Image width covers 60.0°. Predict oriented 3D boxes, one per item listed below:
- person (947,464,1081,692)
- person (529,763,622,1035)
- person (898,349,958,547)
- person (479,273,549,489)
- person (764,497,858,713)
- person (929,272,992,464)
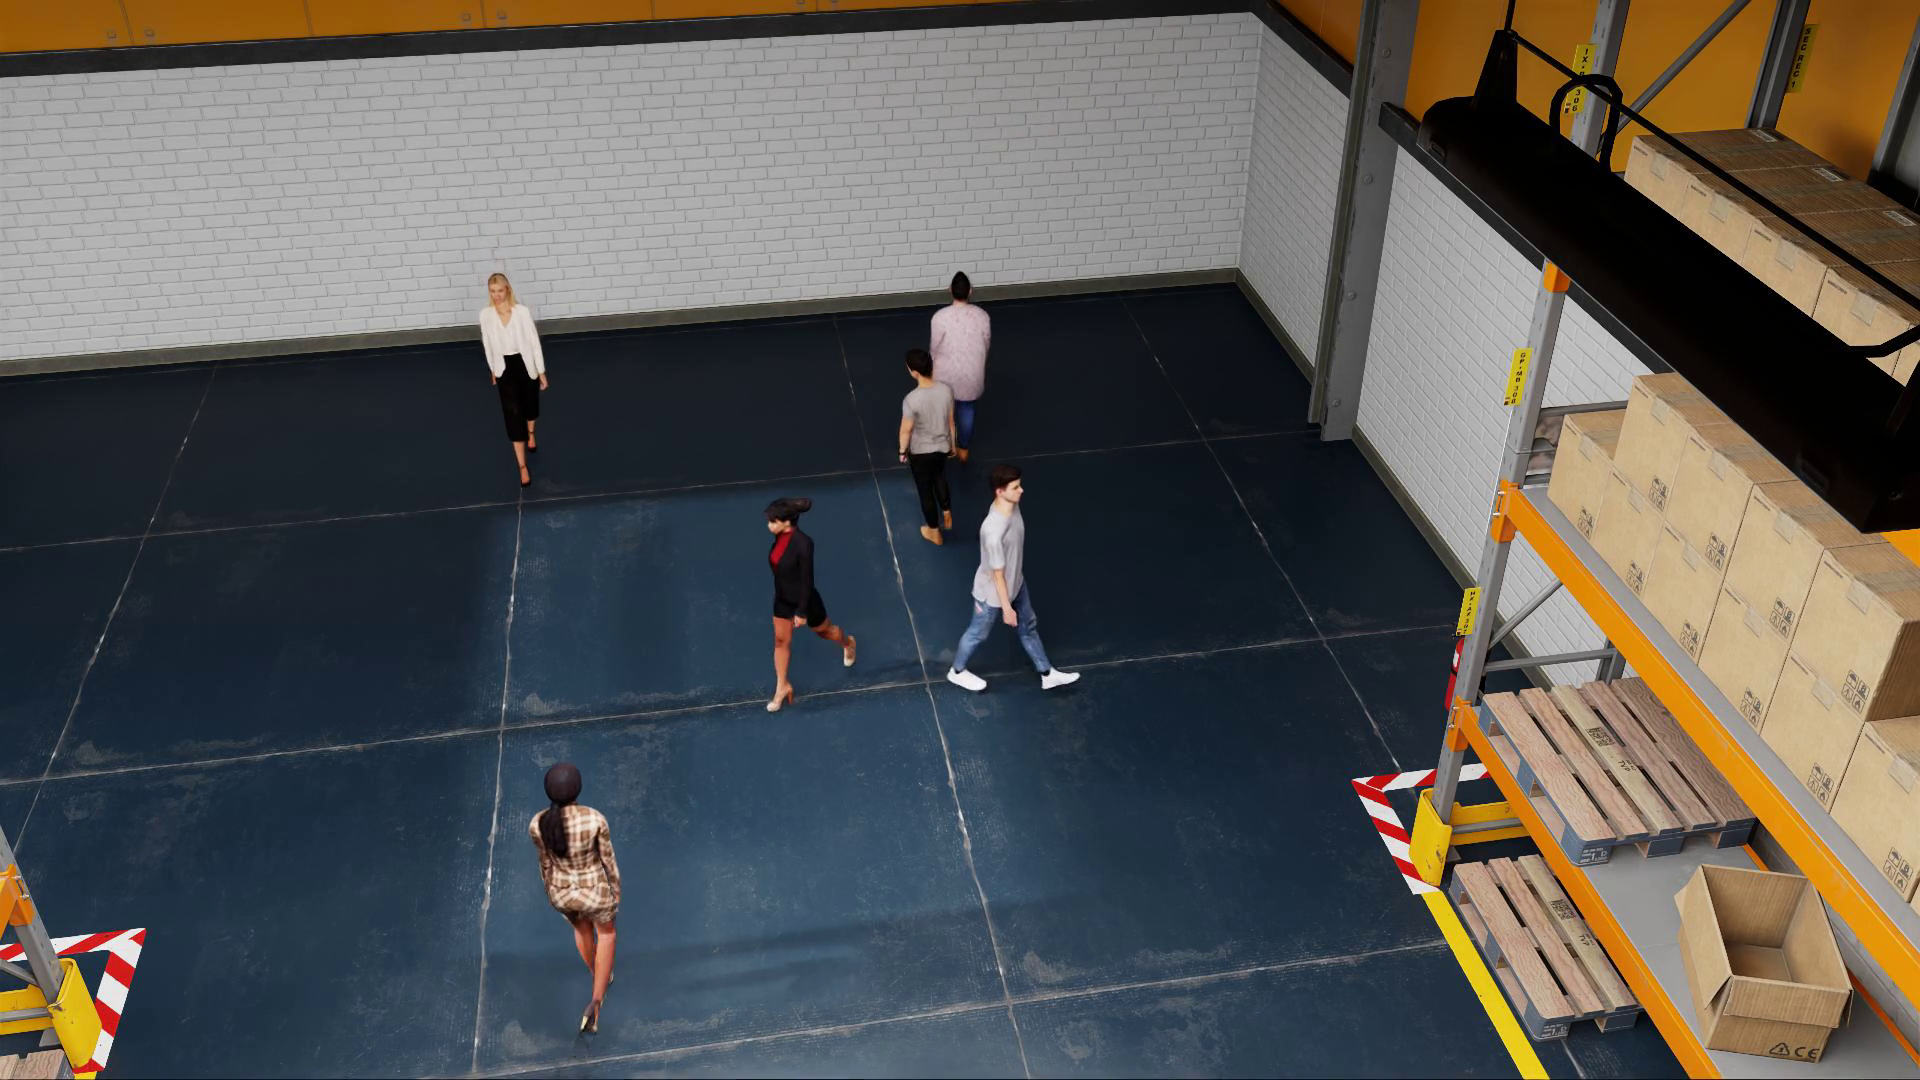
[{"bbox_3d":[0.188,0.299,11.442,1.140,1.840,1.230,11,35,16],"label":"person"},{"bbox_3d":[-2.061,1.973,8.980,0.683,1.779,0.921,0,34,0],"label":"person"},{"bbox_3d":[-0.204,-0.685,13.051,0.706,1.699,0.704,-18,38,-25],"label":"person"},{"bbox_3d":[-3.729,-1.414,14.055,0.657,1.802,1.139,-7,34,-10],"label":"person"},{"bbox_3d":[-1.036,0.415,11.488,1.052,1.597,1.025,25,41,32],"label":"person"},{"bbox_3d":[-0.005,-1.437,14.151,0.704,1.733,0.773,-4,34,-6],"label":"person"}]
